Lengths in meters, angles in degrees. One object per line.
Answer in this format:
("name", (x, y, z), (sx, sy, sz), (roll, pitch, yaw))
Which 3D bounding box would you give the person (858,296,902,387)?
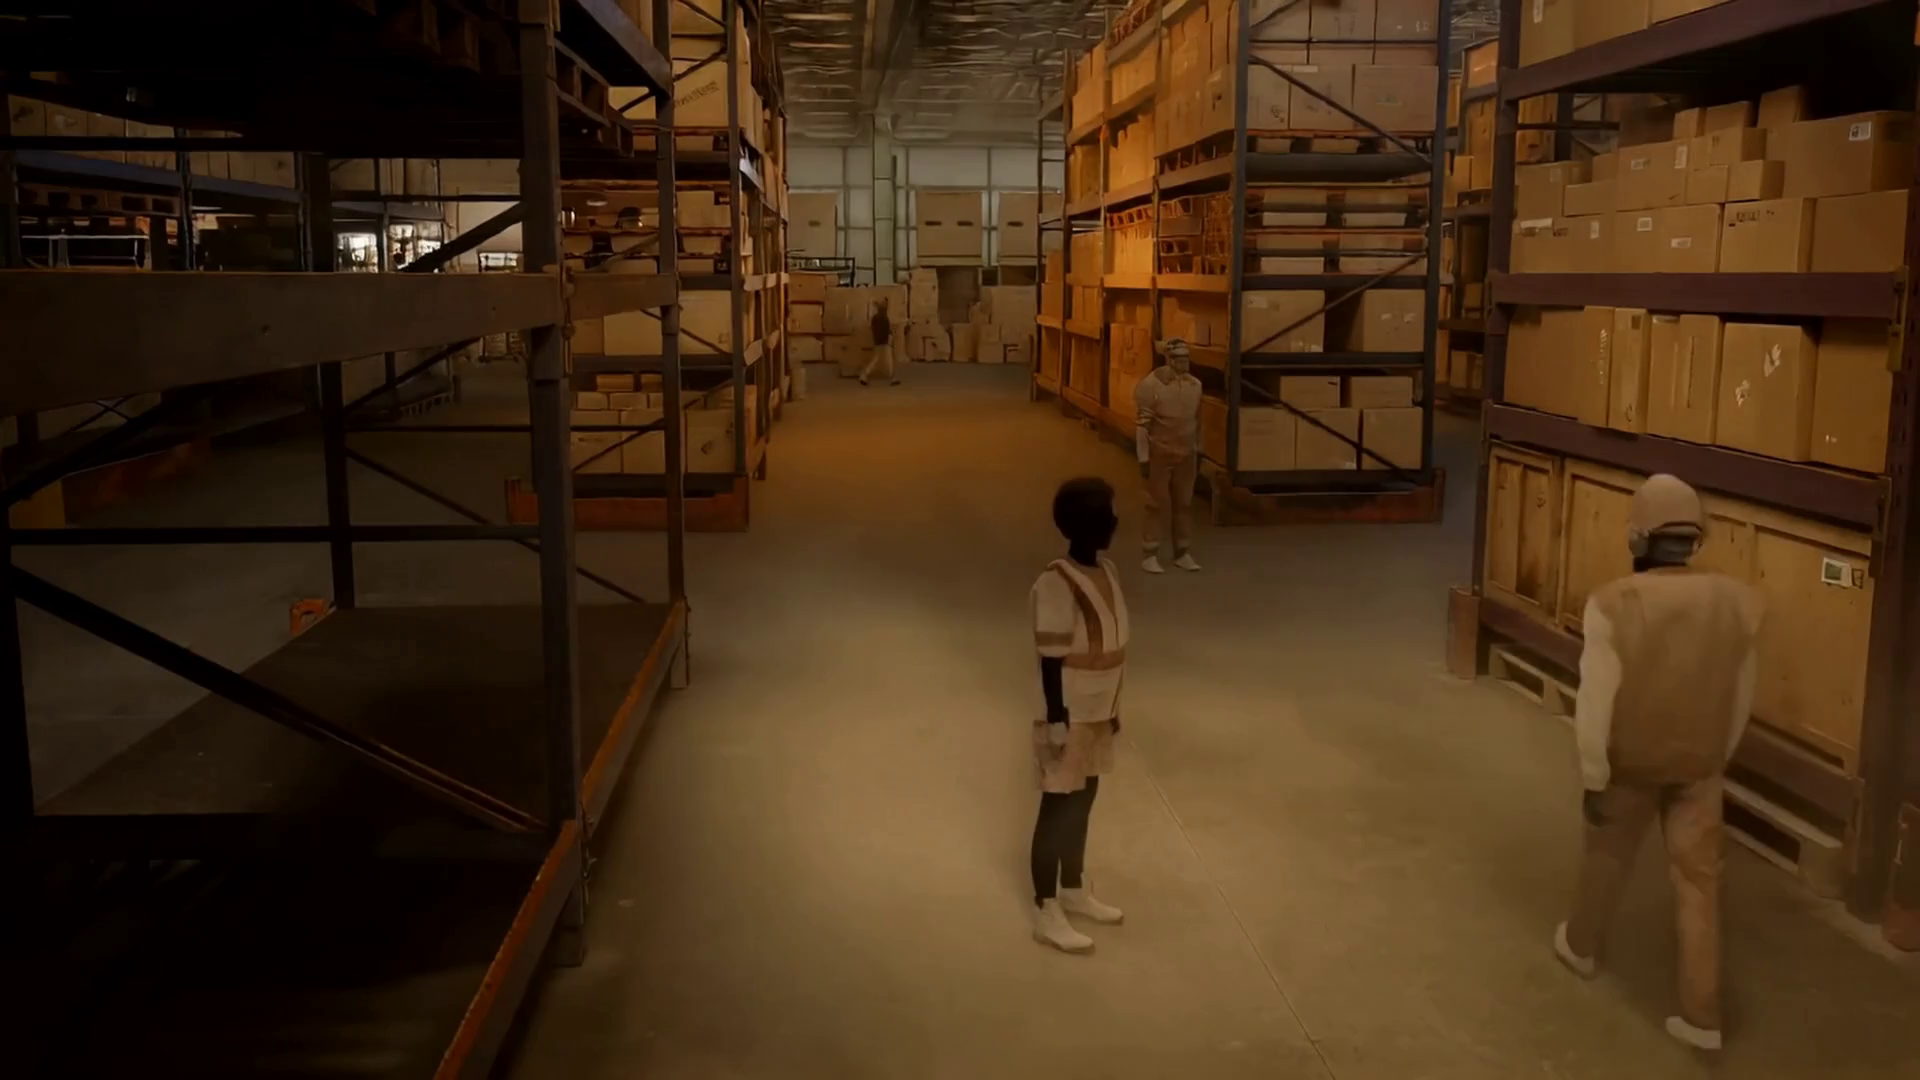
("person", (-1.747, -4.273, 35.877), (0.990, 1.960, 0.643), (-6, 11, -32))

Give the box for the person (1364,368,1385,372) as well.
("person", (6.613, -2.727, 26.528), (0.429, 1.837, 0.630), (4, 10, 24))

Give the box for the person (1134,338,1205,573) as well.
("person", (1.729, -0.685, 13.520), (0.642, 1.900, 0.400), (-4, 10, -25))

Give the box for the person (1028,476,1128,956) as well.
("person", (0.430, 0.613, 5.984), (0.321, 1.697, 0.530), (5, 10, 28))

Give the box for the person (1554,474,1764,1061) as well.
("person", (2.240, 0.680, 5.325), (0.601, 1.786, 0.951), (0, 9, 0))
